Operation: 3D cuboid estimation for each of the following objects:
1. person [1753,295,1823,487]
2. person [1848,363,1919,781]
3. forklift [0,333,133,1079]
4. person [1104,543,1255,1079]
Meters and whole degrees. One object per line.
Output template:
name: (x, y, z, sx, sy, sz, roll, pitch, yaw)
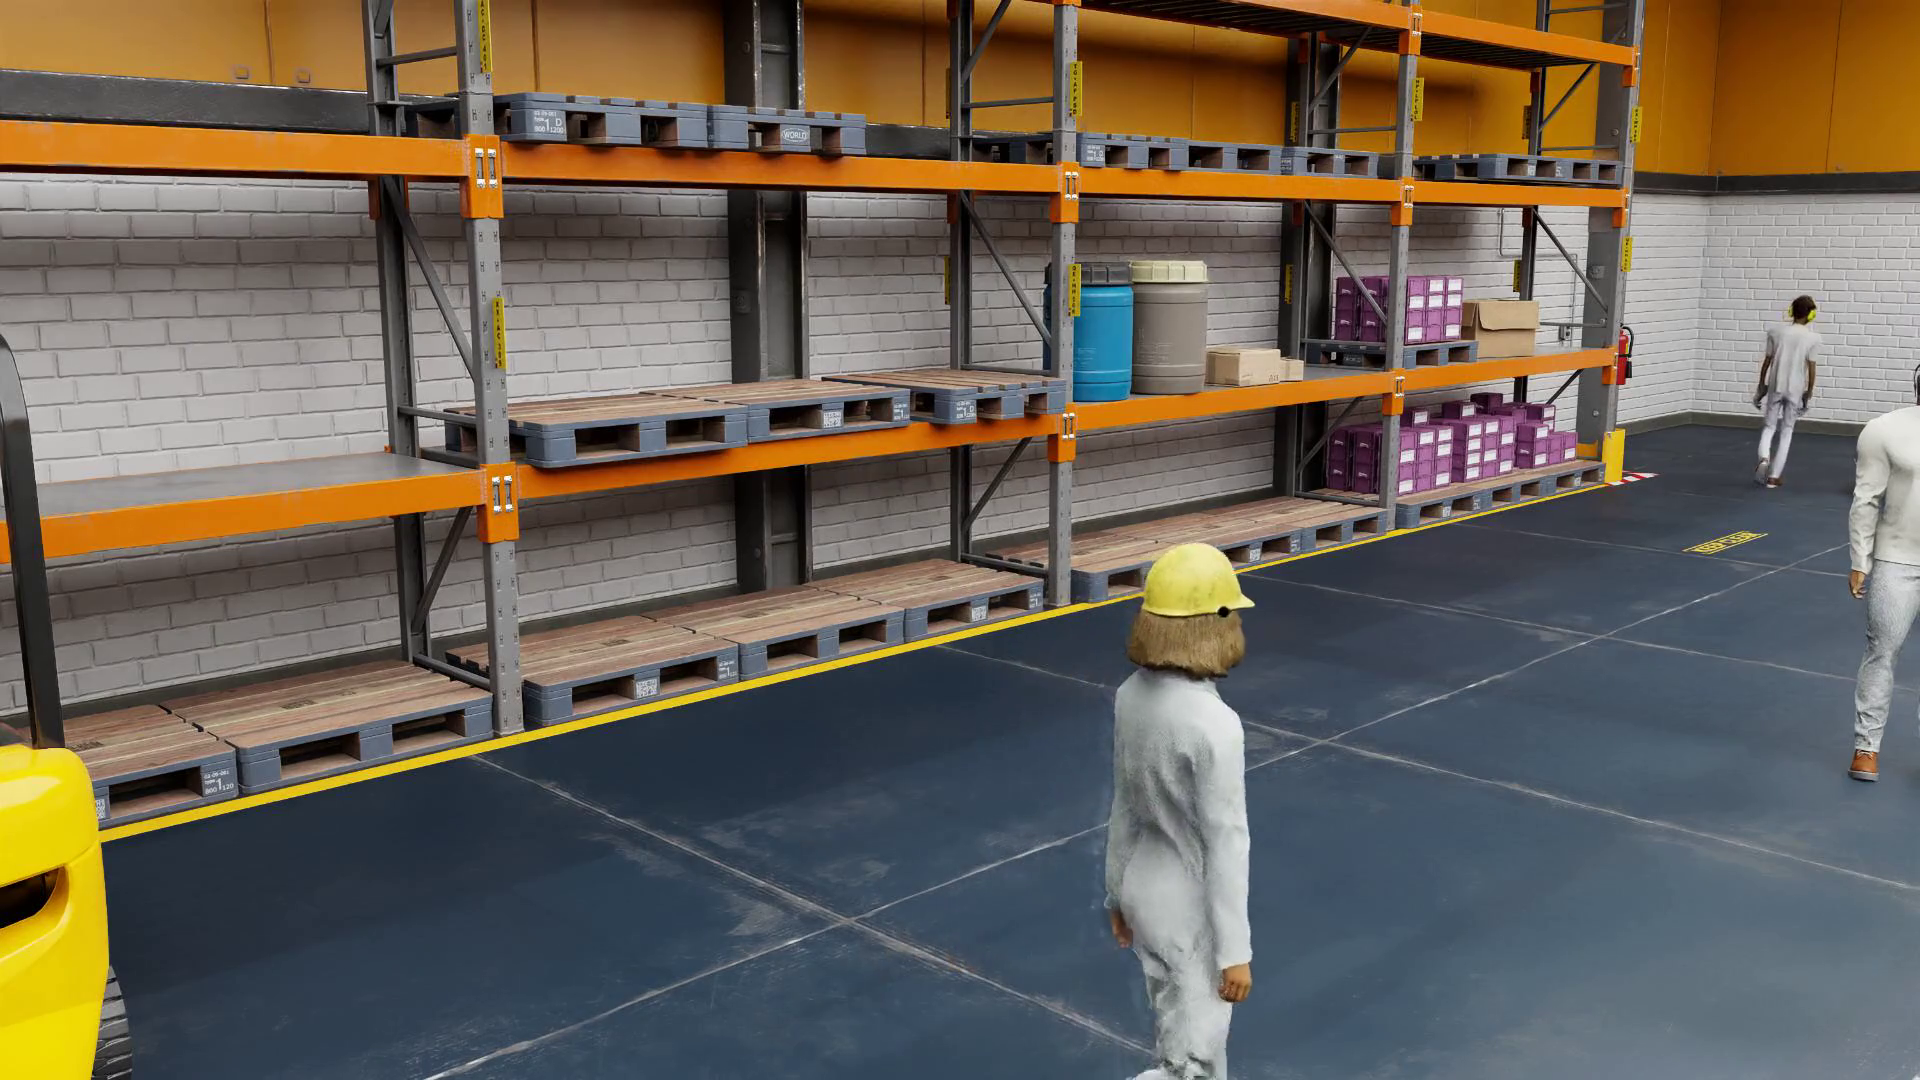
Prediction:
person: (7.818, -1.392, 15.767, 0.559, 1.842, 0.485, 8, 13, 37)
person: (4.233, 0.117, 7.287, 0.630, 1.940, 0.372, 4, 11, 20)
forklift: (-3.289, 0.485, 4.582, 1.214, 2.155, 2.313, -10, 14, -44)
person: (0.450, 0.857, 3.828, 0.715, 1.722, 0.491, -3, 11, -16)
